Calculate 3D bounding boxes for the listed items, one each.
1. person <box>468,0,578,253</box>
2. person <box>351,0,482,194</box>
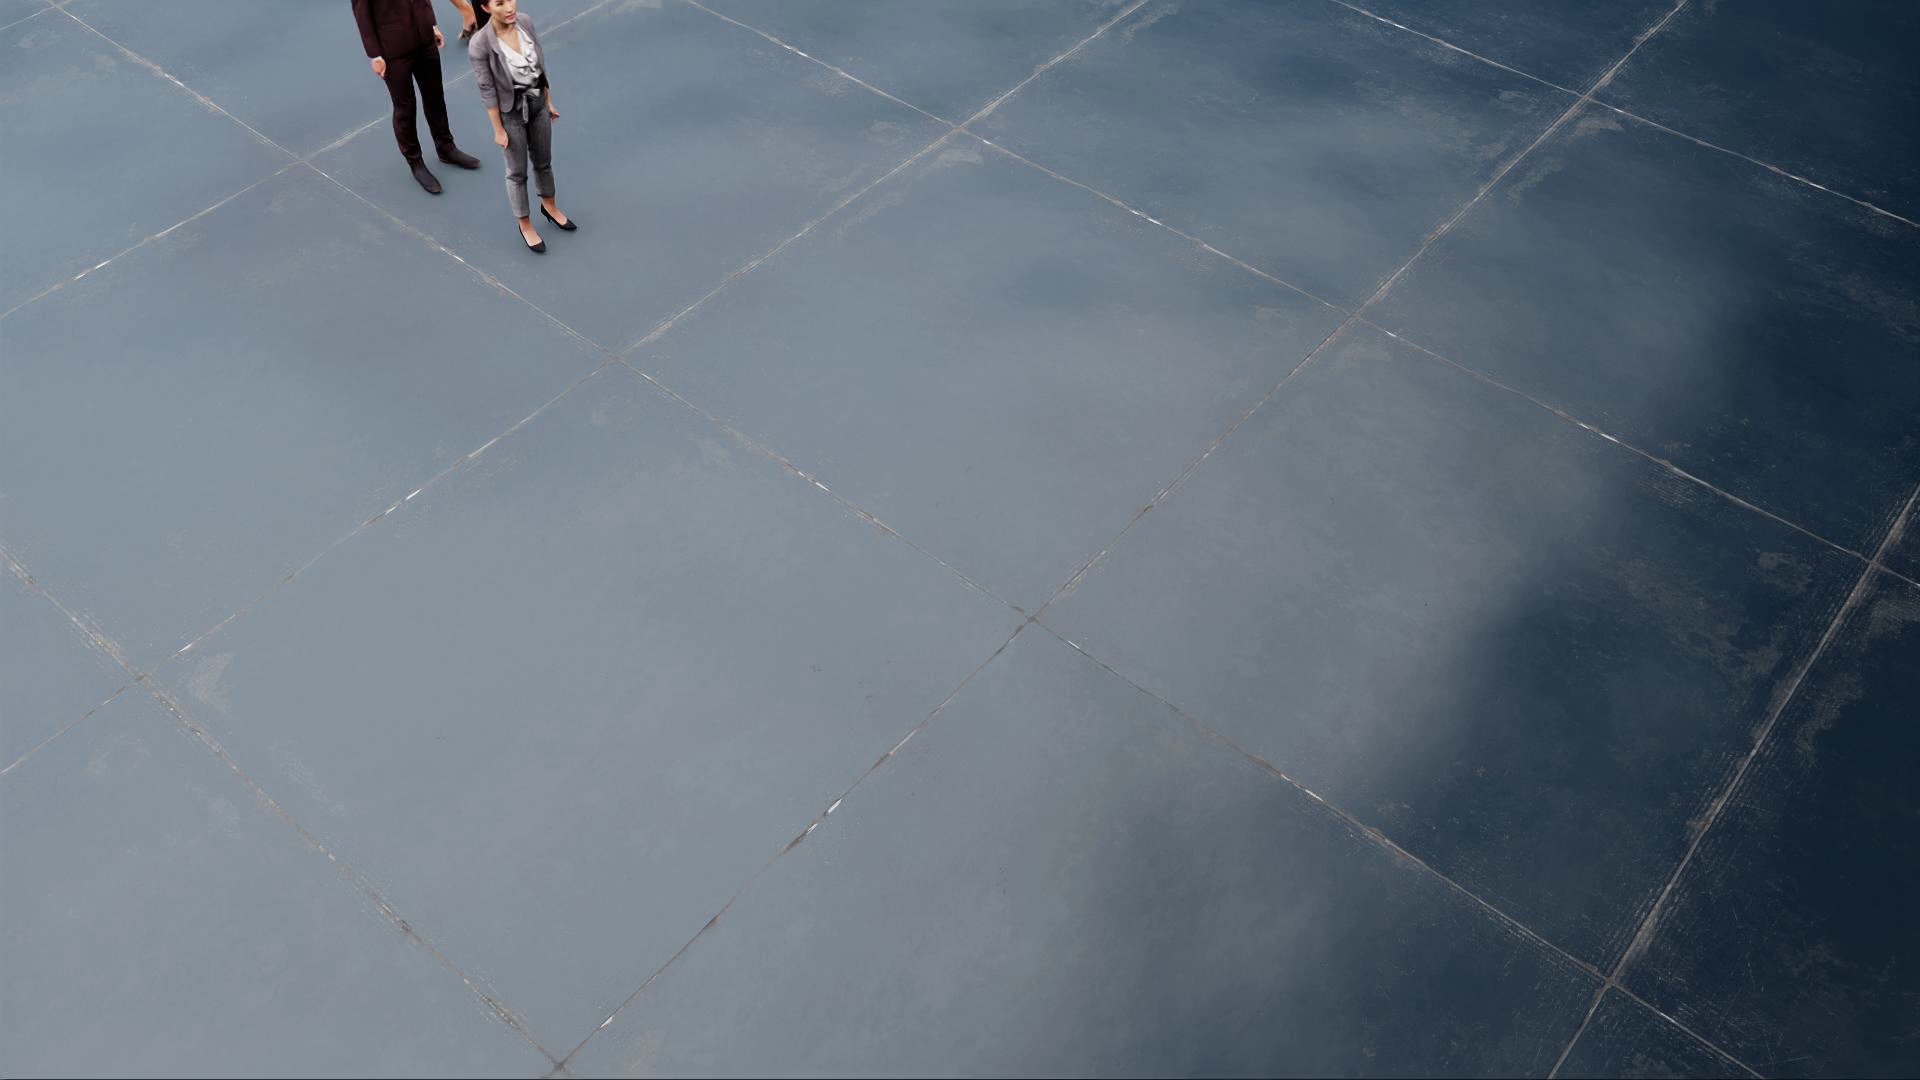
[{"bbox_3d":[-2.533,-2.453,9.572,0.686,1.679,0.543,28,53,23],"label":"person"},{"bbox_3d":[-3.336,-3.005,9.954,0.756,1.865,0.547,27,53,23],"label":"person"}]
